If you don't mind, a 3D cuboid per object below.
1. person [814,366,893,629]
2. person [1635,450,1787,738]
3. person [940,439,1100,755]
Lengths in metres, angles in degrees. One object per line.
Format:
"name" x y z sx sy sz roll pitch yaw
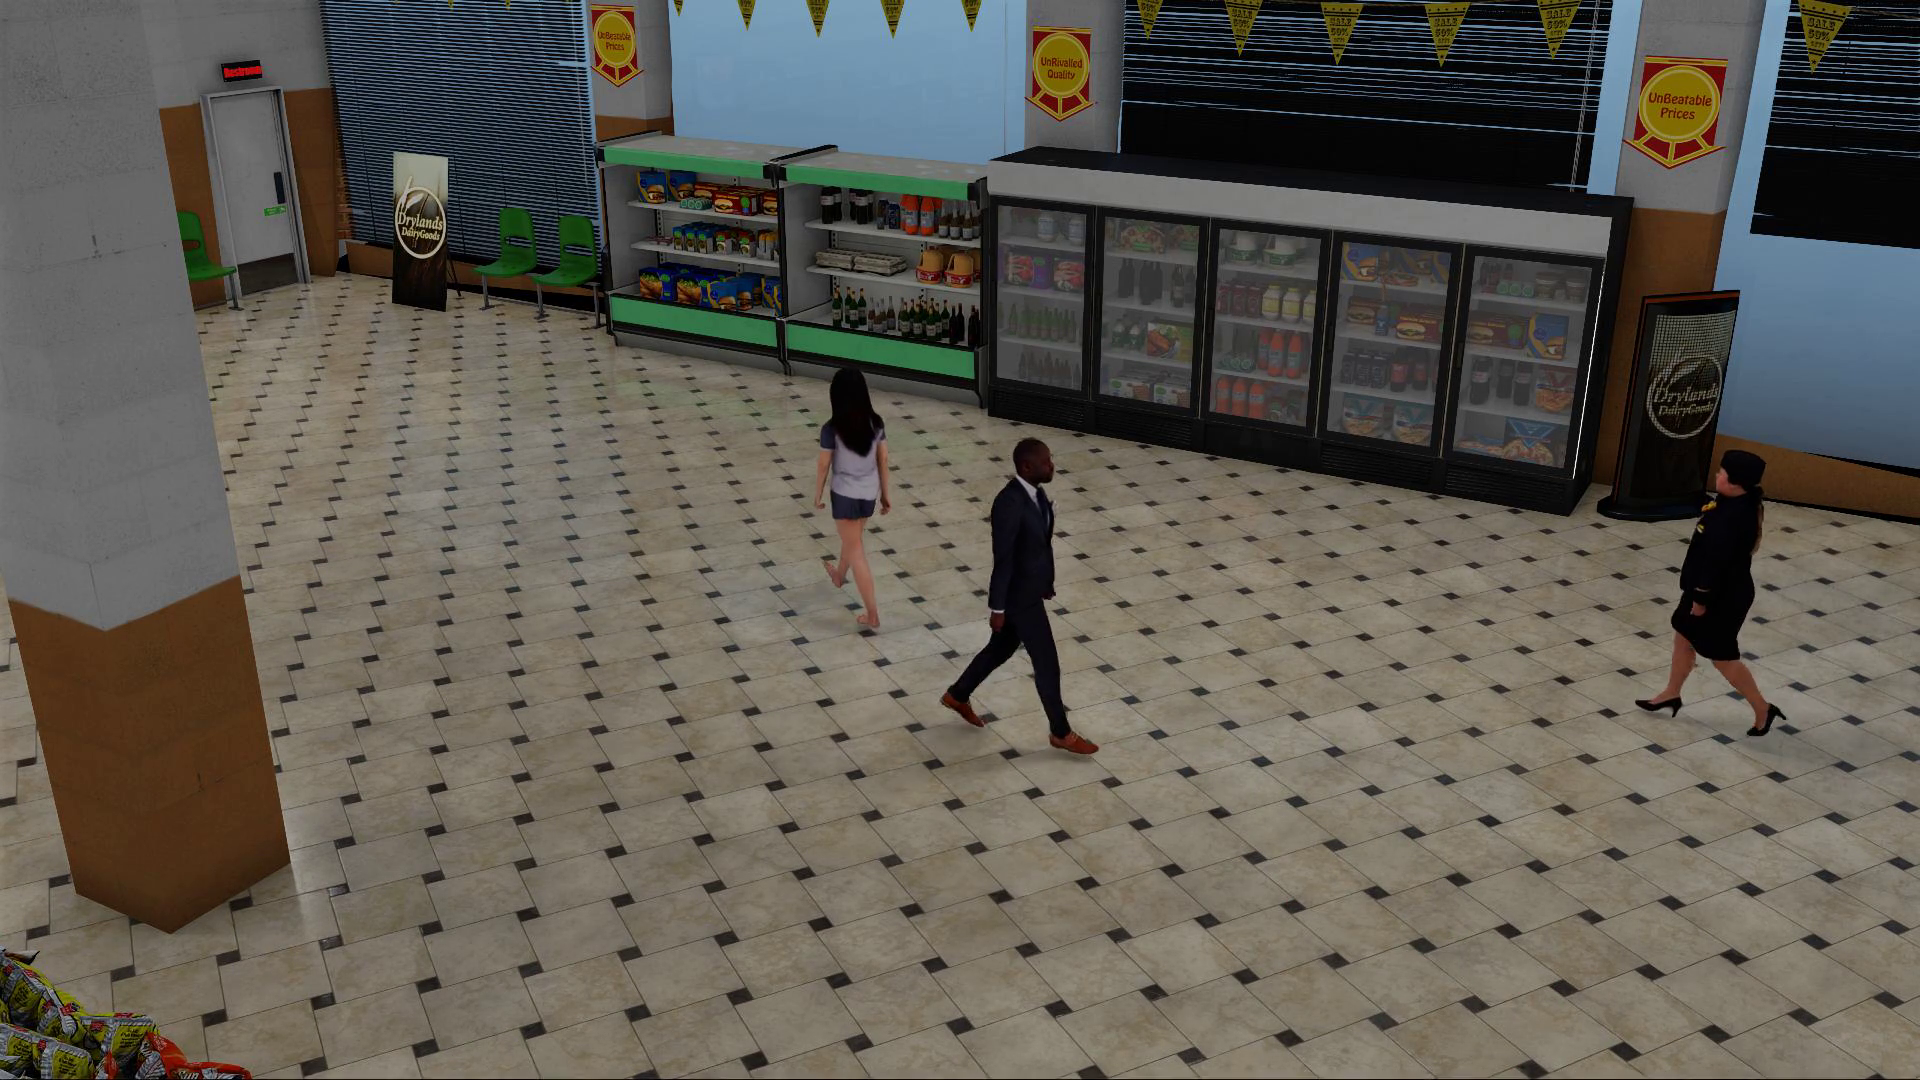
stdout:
"person" -0.646 -0.235 10.676 0.945 1.656 1.210 -14 26 -31
"person" 4.297 0.341 9.254 1.066 1.647 0.777 15 27 34
"person" 0.255 0.302 9.147 1.252 1.799 0.852 7 23 16
